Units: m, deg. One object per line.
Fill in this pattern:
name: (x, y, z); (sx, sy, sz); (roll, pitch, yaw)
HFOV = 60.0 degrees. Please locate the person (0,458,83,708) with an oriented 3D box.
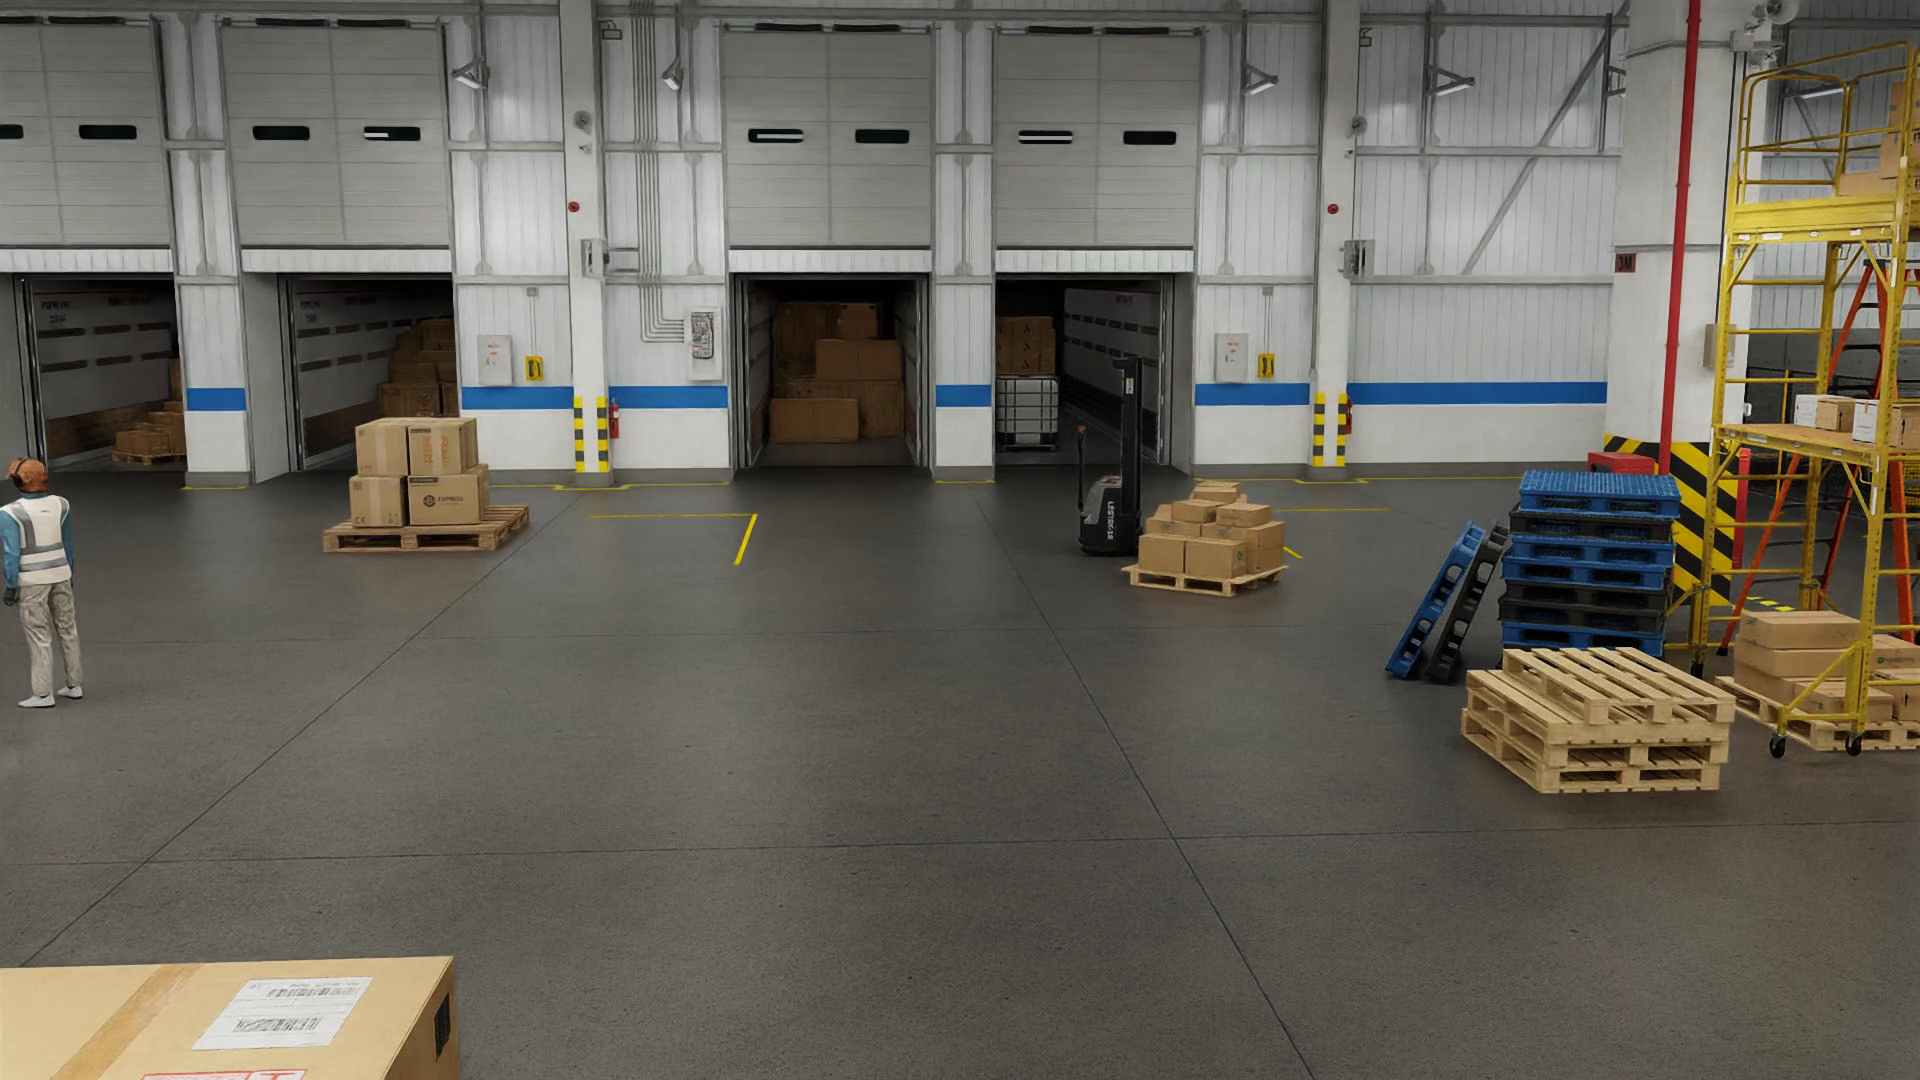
person: (-6.004, 0.282, 10.862); (0.315, 1.639, 0.515); (3, 10, 21)

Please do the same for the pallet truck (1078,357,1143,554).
pallet truck: (2.088, -0.836, 16.757); (1.885, 1.965, 0.823); (2, 9, 13)

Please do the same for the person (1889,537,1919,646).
person: (7.349, -0.055, 12.182); (0.545, 1.899, 0.942); (-5, 11, -30)
